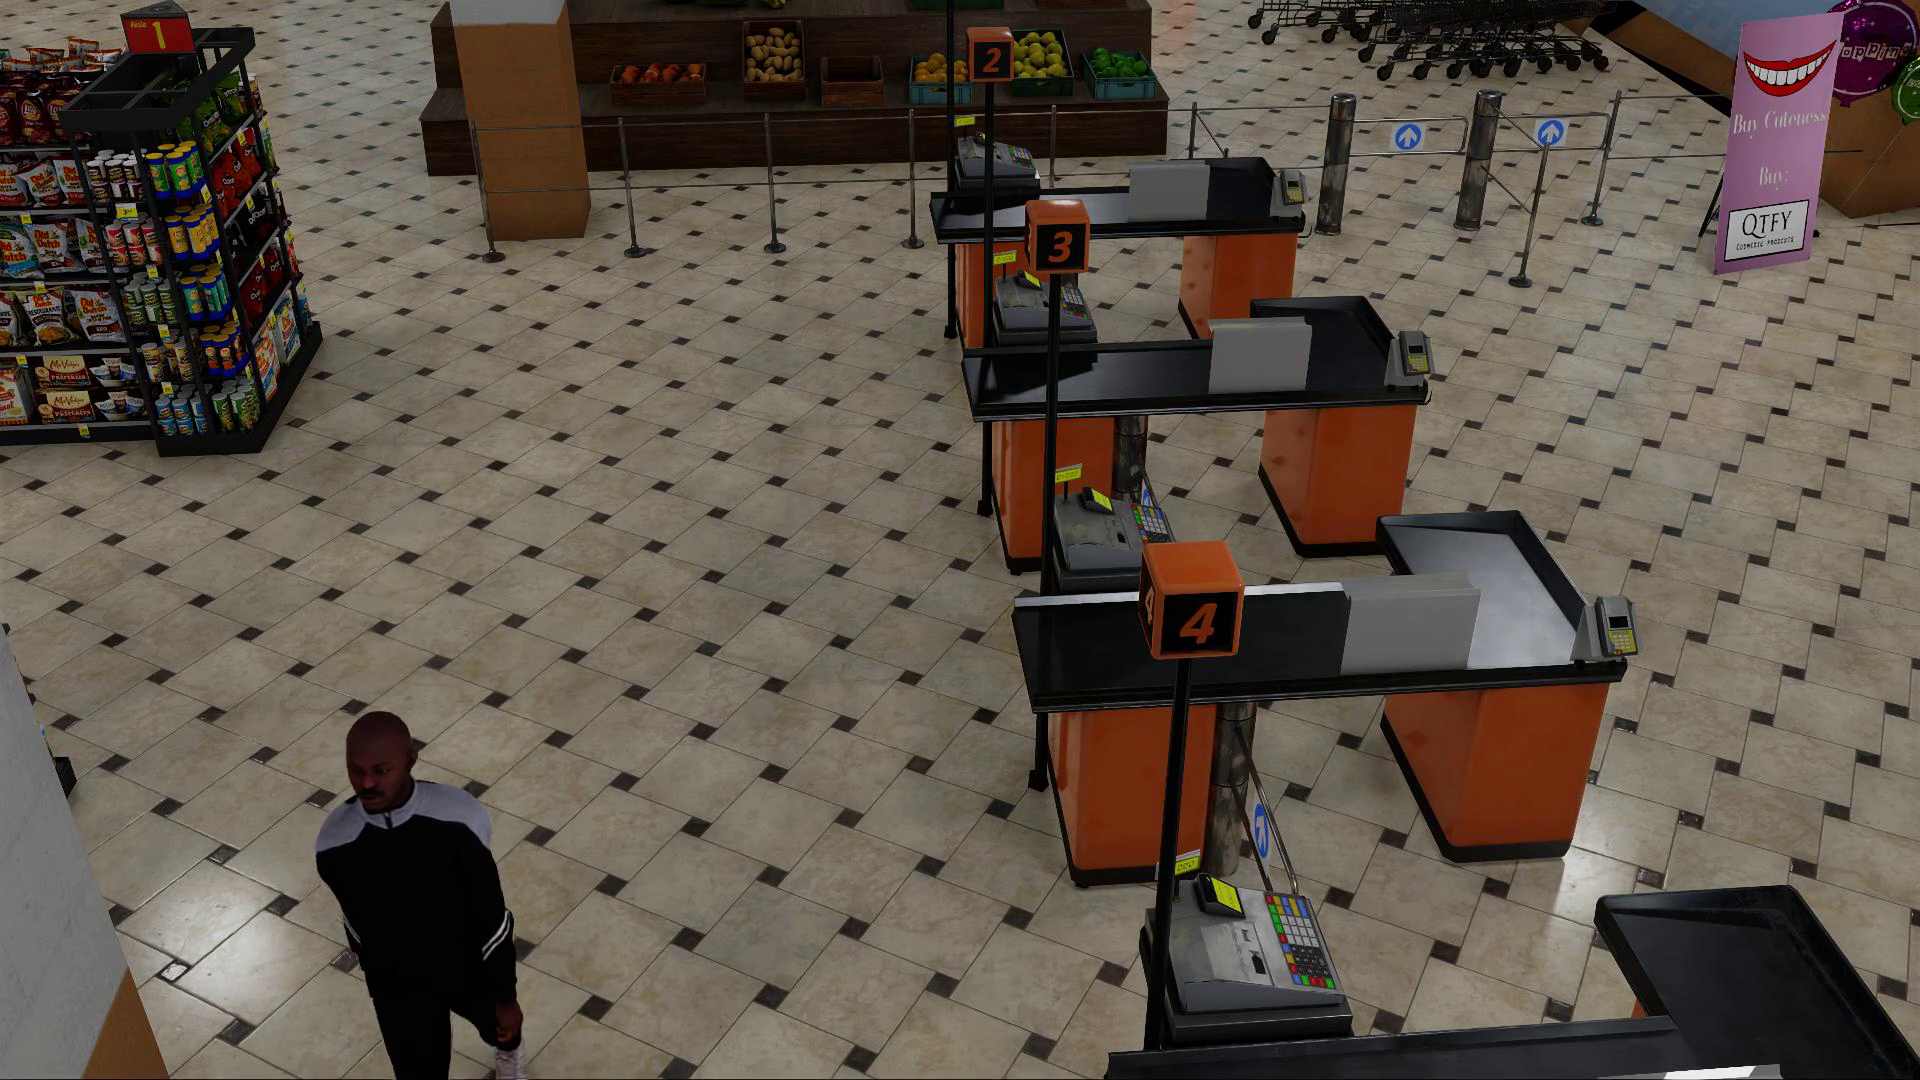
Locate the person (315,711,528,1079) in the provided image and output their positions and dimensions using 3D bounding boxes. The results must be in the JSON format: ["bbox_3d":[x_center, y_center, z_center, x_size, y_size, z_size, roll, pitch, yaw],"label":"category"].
[{"bbox_3d":[-1.541,1.211,5.010,1.120,1.801,0.802,-5,32,-9],"label":"person"}]
